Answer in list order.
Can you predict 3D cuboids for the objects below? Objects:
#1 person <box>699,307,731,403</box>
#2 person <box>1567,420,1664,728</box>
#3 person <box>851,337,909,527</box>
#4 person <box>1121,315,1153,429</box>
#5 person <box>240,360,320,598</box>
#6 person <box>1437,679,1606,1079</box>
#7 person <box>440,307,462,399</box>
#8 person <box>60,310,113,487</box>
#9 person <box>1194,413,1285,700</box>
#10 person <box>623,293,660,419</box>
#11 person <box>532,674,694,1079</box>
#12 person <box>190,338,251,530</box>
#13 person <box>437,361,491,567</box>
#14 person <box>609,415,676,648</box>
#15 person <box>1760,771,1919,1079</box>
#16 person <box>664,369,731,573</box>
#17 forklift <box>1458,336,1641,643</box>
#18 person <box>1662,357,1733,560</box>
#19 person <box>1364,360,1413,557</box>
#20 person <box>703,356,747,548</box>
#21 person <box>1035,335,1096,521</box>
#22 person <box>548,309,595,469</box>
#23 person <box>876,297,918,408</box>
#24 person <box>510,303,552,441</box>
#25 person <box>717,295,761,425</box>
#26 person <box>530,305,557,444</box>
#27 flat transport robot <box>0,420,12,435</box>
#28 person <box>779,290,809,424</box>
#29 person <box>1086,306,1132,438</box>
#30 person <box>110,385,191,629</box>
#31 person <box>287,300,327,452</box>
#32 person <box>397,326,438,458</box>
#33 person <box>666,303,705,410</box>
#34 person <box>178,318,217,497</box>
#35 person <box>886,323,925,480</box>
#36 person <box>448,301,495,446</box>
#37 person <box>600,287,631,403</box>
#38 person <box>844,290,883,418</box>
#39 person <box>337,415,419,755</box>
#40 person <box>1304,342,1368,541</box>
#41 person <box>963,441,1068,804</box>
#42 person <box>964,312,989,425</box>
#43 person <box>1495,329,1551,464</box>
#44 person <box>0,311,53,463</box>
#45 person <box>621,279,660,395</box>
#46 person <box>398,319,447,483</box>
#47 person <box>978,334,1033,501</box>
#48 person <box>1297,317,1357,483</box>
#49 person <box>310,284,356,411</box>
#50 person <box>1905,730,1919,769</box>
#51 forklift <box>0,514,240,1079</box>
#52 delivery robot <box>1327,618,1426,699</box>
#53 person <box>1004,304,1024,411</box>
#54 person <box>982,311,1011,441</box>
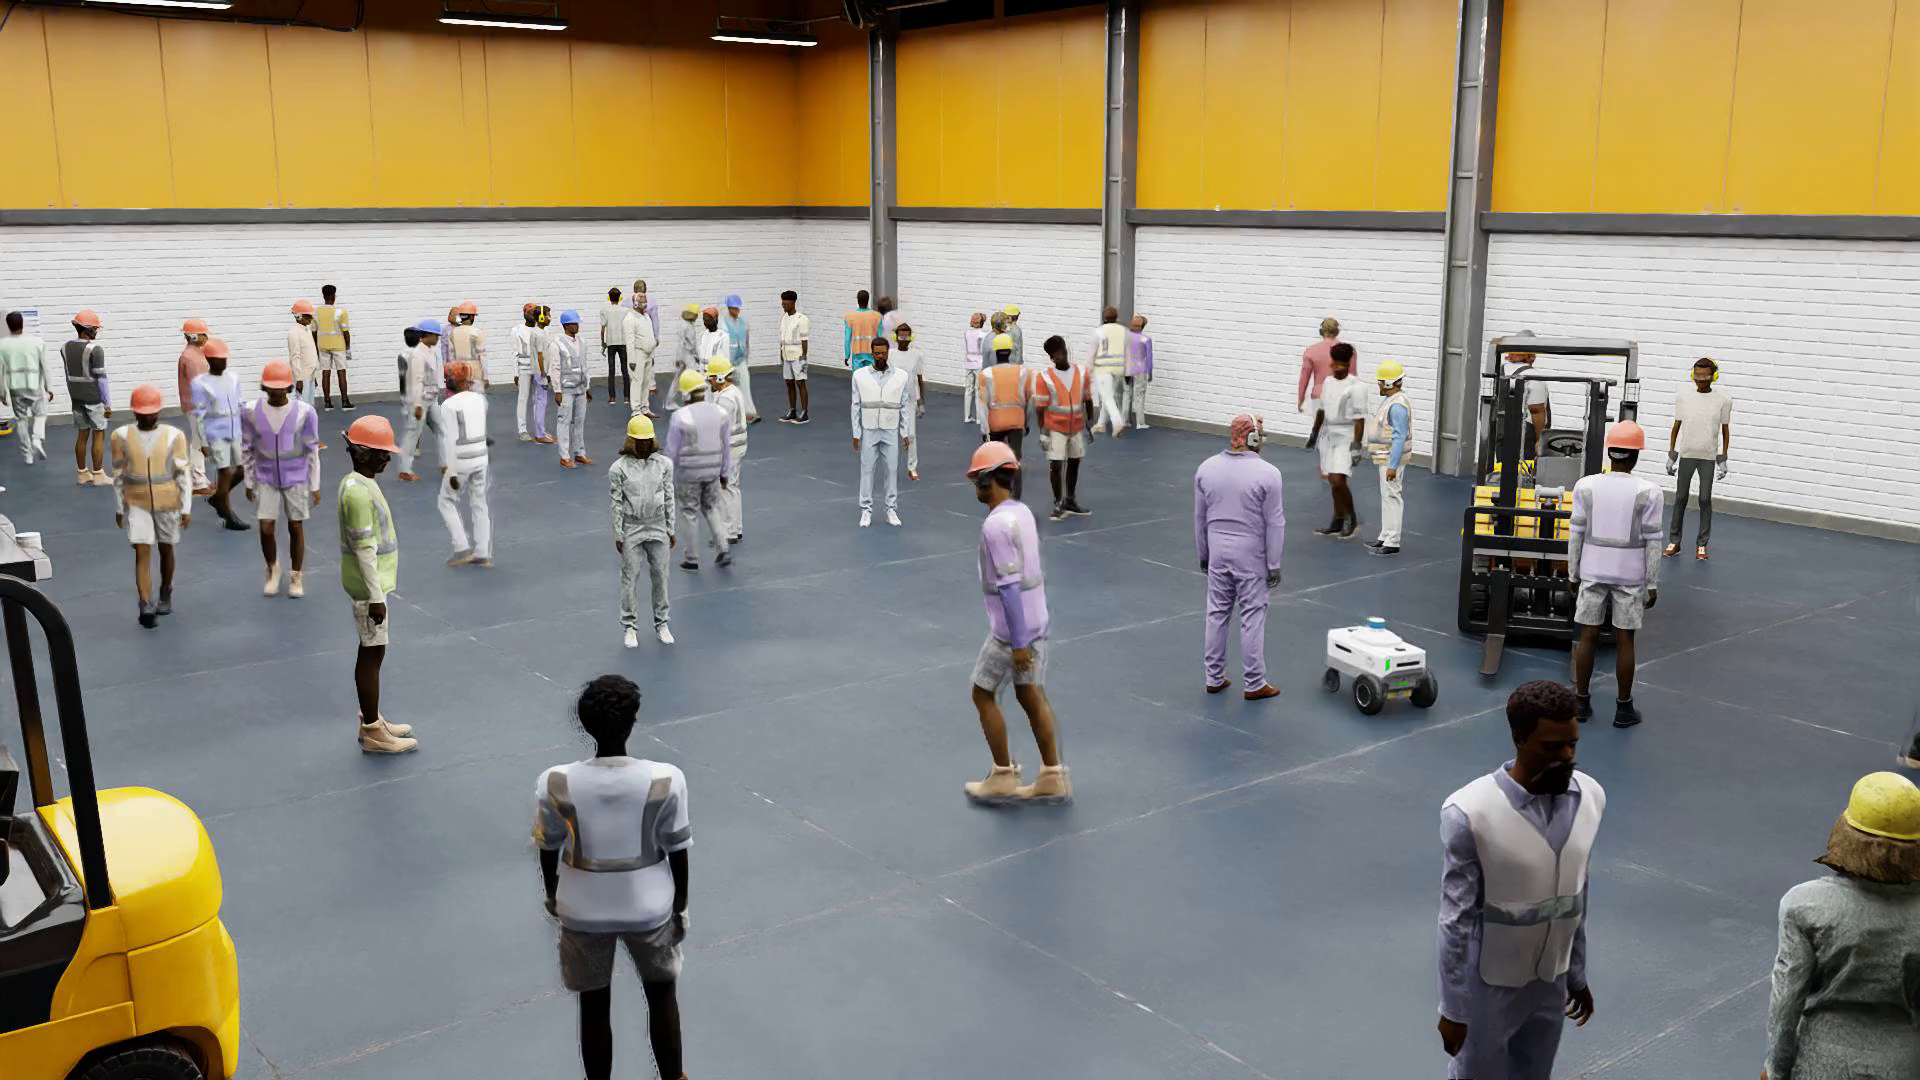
[{"bbox_3d":[-3.232,-2.119,21.874,0.361,1.879,0.583,-11,16,-43],"label":"person"},{"bbox_3d":[4.116,0.212,10.471,0.552,1.932,0.377,7,14,32],"label":"person"},{"bbox_3d":[-0.804,-1.097,16.828,0.588,1.920,0.392,-2,12,-10],"label":"person"},{"bbox_3d":[2.521,-2.395,23.805,0.516,1.631,0.318,9,15,37],"label":"person"},{"bbox_3d":[-5.566,-0.485,13.661,0.619,2.008,0.553,-3,12,-13],"label":"person"},{"bbox_3d":[1.682,1.337,5.073,0.591,1.918,0.383,-6,13,-26],"label":"person"},{"bbox_3d":[-7.734,-2.765,25.599,0.503,1.628,0.291,-10,15,-40],"label":"person"},{"bbox_3d":[-9.972,-1.619,19.094,0.612,2.029,0.409,5,13,23],"label":"person"},{"bbox_3d":[1.870,0.108,11.055,0.642,1.902,0.399,10,15,39],"label":"person"},{"bbox_3d":[-4.737,-2.725,24.752,0.404,1.900,0.636,3,12,15],"label":"person"},{"bbox_3d":[-1.211,1.291,5.863,0.556,1.691,0.379,-2,12,-8],"label":"person"},{"bbox_3d":[-7.382,-1.056,16.609,0.524,1.927,0.559,6,13,25],"label":"person"},{"bbox_3d":[-4.461,-0.669,14.902,0.496,1.871,0.579,6,13,28],"label":"person"},{"bbox_3d":[-2.331,-0.064,12.296,0.480,1.734,0.335,-6,13,-27],"label":"person"},{"bbox_3d":[2.539,1.498,4.723,0.492,1.742,0.319,3,12,16],"label":"person"},{"bbox_3d":[-2.314,-0.598,14.658,0.431,1.815,0.604,11,16,43],"label":"person"},{"bbox_3d":[4.683,-0.471,13.136,1.214,2.155,2.313,4,12,20],"label":"forklift"},{"bbox_3d":[6.772,-0.747,15.271,0.532,1.864,0.310,7,14,32],"label":"person"},{"bbox_3d":[3.972,-0.757,15.414,0.404,1.826,0.587,2,12,9],"label":"person"},{"bbox_3d":[-2.231,-0.843,15.856,0.403,1.817,0.605,0,12,-1],"label":"person"},{"bbox_3d":[1.079,-1.160,17.146,0.697,1.923,0.450,-4,13,-21],"label":"person"},{"bbox_3d":[-4.767,-1.857,20.421,0.378,1.950,0.610,7,13,29],"label":"person"},{"bbox_3d":[-1.096,-2.893,25.866,0.998,1.780,0.631,4,12,18],"label":"person"},{"bbox_3d":[-5.856,-2.295,22.727,0.576,1.876,0.348,-11,16,-43],"label":"person"},{"bbox_3d":[-3.292,-2.622,24.276,0.623,1.892,1.027,-8,14,-35],"label":"person"},{"bbox_3d":[-5.636,-2.229,22.447,0.323,1.861,0.514,-4,12,-17],"label":"person"},{"bbox_3d":[-13.917,-1.512,22.834,1.431,0.197,0.652,-1,12,-3],"label":"flat transport robot"},{"bbox_3d":[-2.454,-2.691,24.442,0.607,1.957,0.379,11,16,44],"label":"person"},{"bbox_3d":[2.102,-2.345,23.156,0.632,1.808,0.931,-7,13,-29],"label":"person"},{"bbox_3d":[-6.259,-0.263,12.904,0.558,1.872,1.012,-5,13,-24],"label":"person"},{"bbox_3d":[-8.522,-2.132,21.667,0.400,1.986,0.614,-1,12,-5],"label":"person"},{"bbox_3d":[-6.855,-1.867,21.089,0.600,1.682,0.541,10,15,40],"label":"person"},{"bbox_3d":[-4.170,-2.829,25.798,0.967,1.665,0.514,1,12,4],"label":"person"},{"bbox_3d":[-8.449,-1.471,18.491,0.398,1.987,0.610,-6,13,-25],"label":"person"},{"bbox_3d":[-0.670,-1.609,19.462,0.516,1.862,0.344,-1,12,-6],"label":"person"},{"bbox_3d":[-6.503,-2.197,22.139,0.553,1.934,0.375,3,12,16],"label":"person"},{"bbox_3d":[-5.528,-3.131,26.771,0.516,1.872,0.327,-3,12,-12],"label":"person"},{"bbox_3d":[-1.444,-2.794,25.037,0.597,1.913,0.370,-2,12,-10],"label":"person"},{"bbox_3d":[-3.499,0.267,9.968,0.390,2.034,0.605,-5,13,-21],"label":"person"},{"bbox_3d":[3.647,-0.963,16.136,0.434,1.940,0.805,-4,12,-17],"label":"person"},{"bbox_3d":[0.303,0.467,9.079,0.687,1.991,0.623,5,13,22],"label":"person"},{"bbox_3d":[0.252,-2.505,24.328,0.517,1.633,0.310,11,16,44],"label":"person"},{"bbox_3d":[5.488,-1.032,16.221,0.538,2.000,0.683,-5,13,-25],"label":"person"},{"bbox_3d":[-11.641,-1.887,20.688,0.611,1.901,0.494,-5,13,-24],"label":"person"},{"bbox_3d":[-5.342,-3.390,27.876,0.628,1.933,0.378,1,12,6],"label":"person"},{"bbox_3d":[-6.191,-1.619,19.412,0.848,1.891,0.675,-1,12,-4],"label":"person"},{"bbox_3d":[0.483,-1.244,17.663,0.591,1.876,1.010,-1,12,-4],"label":"person"},{"bbox_3d":[4.277,-1.661,19.572,0.661,1.906,0.885,-1,12,-6],"label":"person"},{"bbox_3d":[-9.753,-2.985,25.831,0.608,1.966,0.371,0,12,2],"label":"person"},{"bbox_3d":[5.883,0.466,9.284,0.981,1.904,0.644,11,16,42],"label":"person"},{"bbox_3d":[-3.687,1.115,5.480,2.313,2.155,1.214,-9,15,-36],"label":"forklift"},{"bbox_3d":[2.737,0.757,10.961,0.477,0.478,0.707,-5,13,-22],"label":"delivery robot"},{"bbox_3d":[0.756,-2.524,24.090,0.328,1.769,0.526,-3,12,-14],"label":"person"},{"bbox_3d":[0.438,-1.851,20.462,0.370,1.932,0.624,-1,12,-4],"label":"person"}]
